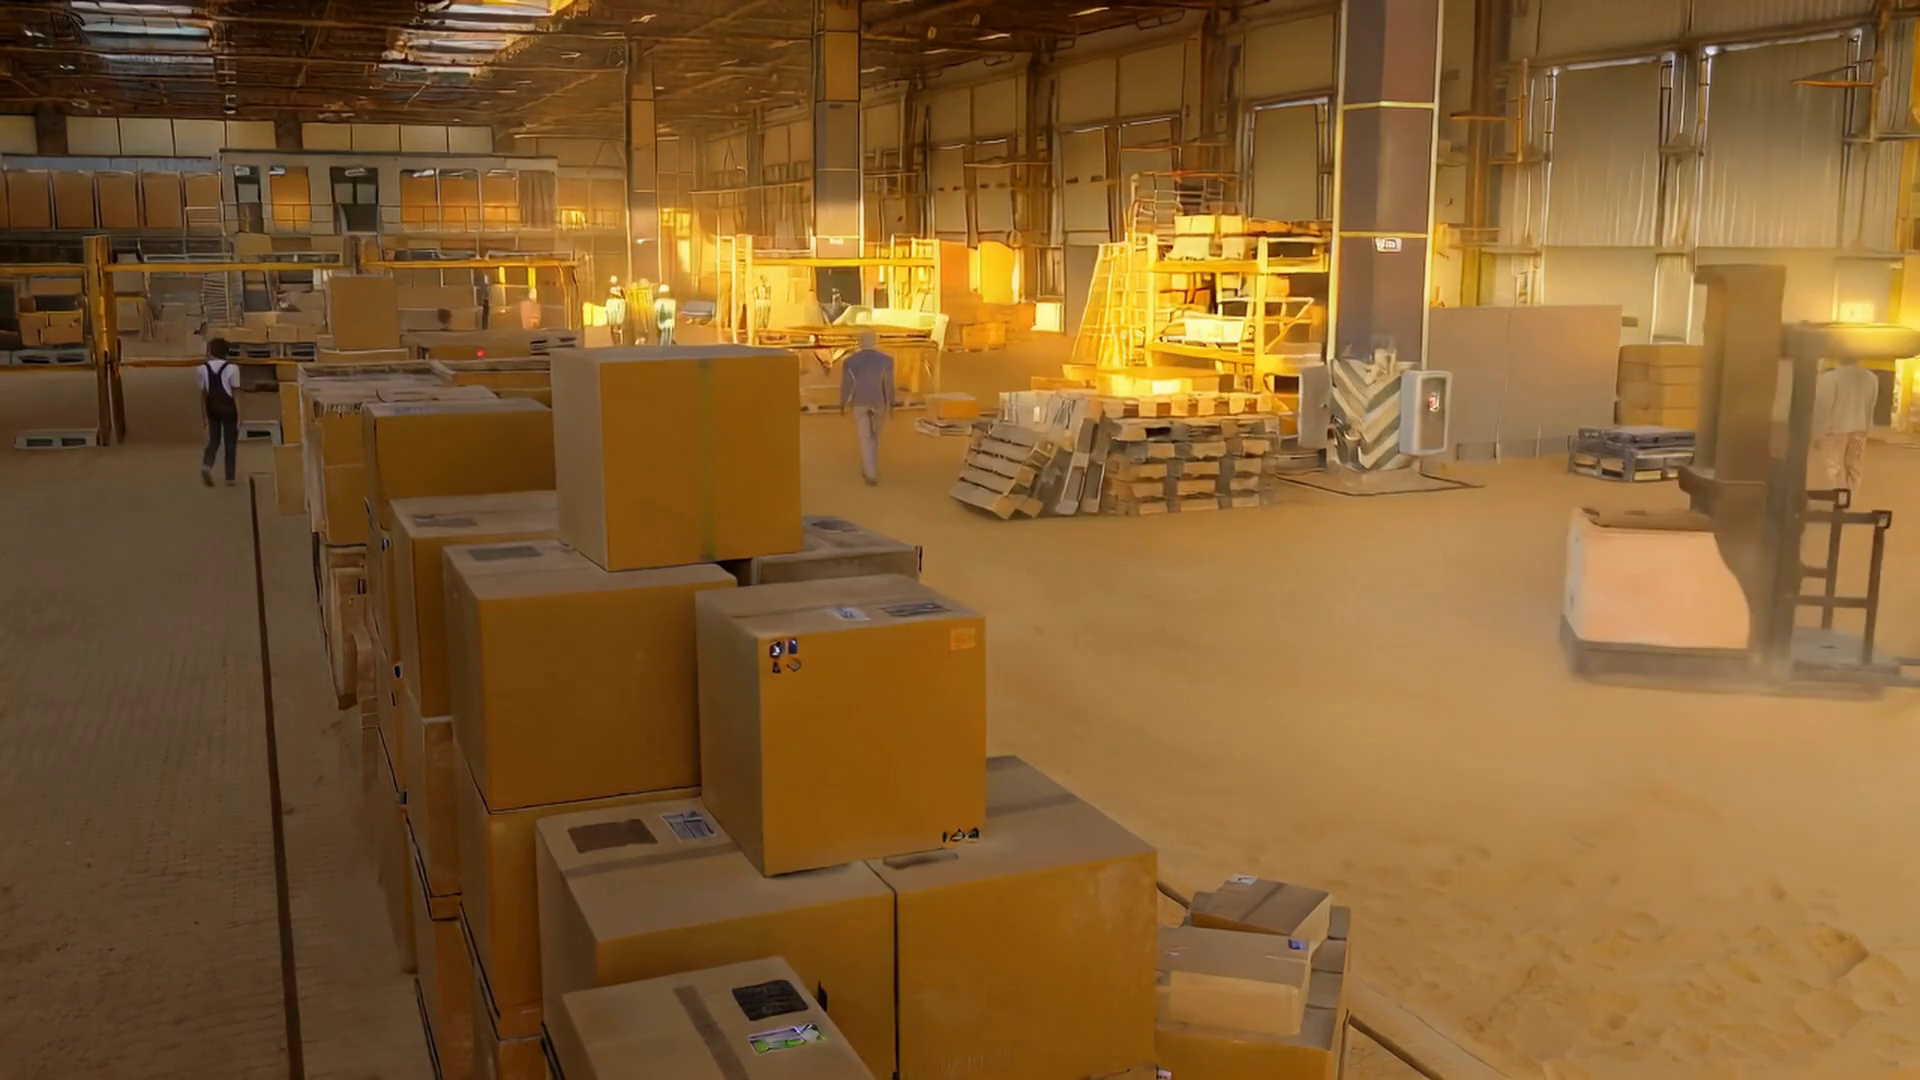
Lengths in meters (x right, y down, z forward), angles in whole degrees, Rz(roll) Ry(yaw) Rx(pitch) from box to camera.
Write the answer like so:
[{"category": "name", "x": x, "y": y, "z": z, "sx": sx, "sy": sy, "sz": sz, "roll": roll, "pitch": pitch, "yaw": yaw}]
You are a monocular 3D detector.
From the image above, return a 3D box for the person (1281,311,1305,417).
[{"category": "person", "x": 5.236, "y": -2.689, "z": 26.168, "sx": 0.438, "sy": 1.923, "sz": 0.546, "roll": 7, "pitch": 13, "yaw": 35}]

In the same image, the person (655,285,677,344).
[{"category": "person", "x": -6.942, "y": -5.057, "z": 39.229, "sx": 0.414, "sy": 1.917, "sz": 0.582, "roll": 9, "pitch": 14, "yaw": 42}]

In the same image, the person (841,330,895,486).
[{"category": "person", "x": -1.145, "y": -1.635, "z": 20.455, "sx": 0.647, "sy": 1.885, "sz": 1.009, "roll": -3, "pitch": 11, "yaw": -16}]

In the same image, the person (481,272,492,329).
[{"category": "person", "x": -15.011, "y": -7.532, "z": 52.839, "sx": 0.368, "sy": 1.932, "sz": 0.623, "roll": -3, "pitch": 11, "yaw": -14}]

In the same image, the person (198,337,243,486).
[{"category": "person", "x": -8.884, "y": -1.521, "z": 19.987, "sx": 0.533, "sy": 1.825, "sz": 0.613, "roll": 0, "pitch": 10, "yaw": 2}]

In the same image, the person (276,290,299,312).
[{"category": "person", "x": -14.434, "y": -4.413, "z": 35.694, "sx": 0.598, "sy": 1.903, "sz": 0.583, "roll": 4, "pitch": 11, "yaw": 19}]

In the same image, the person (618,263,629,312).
[{"category": "person", "x": -13.731, "y": -10.347, "z": 68.211, "sx": 0.629, "sy": 1.964, "sz": 0.767, "roll": 5, "pitch": 11, "yaw": 24}]

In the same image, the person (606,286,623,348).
[{"category": "person", "x": -9.136, "y": -5.828, "z": 43.941, "sx": 0.494, "sy": 1.743, "sz": 0.304, "roll": 3, "pitch": 11, "yaw": 15}]

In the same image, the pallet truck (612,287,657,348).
[{"category": "pallet truck", "x": -6.464, "y": -4.406, "z": 35.401, "sx": 0.823, "sy": 1.965, "sz": 1.885, "roll": 6, "pitch": 12, "yaw": 32}]

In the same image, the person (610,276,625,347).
[{"category": "person", "x": -9.525, "y": -6.349, "z": 46.253, "sx": 0.396, "sy": 1.943, "sz": 0.614, "roll": -3, "pitch": 11, "yaw": -17}]

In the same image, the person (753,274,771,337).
[{"category": "person", "x": -5.891, "y": -6.957, "z": 49.627, "sx": 0.542, "sy": 1.939, "sz": 0.366, "roll": -5, "pitch": 11, "yaw": -24}]

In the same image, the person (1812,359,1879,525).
[{"category": "person", "x": 9.264, "y": -1.116, "z": 17.448, "sx": 0.627, "sy": 1.935, "sz": 0.372, "roll": -1, "pitch": 10, "yaw": -6}]

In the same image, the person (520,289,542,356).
[{"category": "person", "x": -10.103, "y": -4.978, "z": 39.073, "sx": 0.799, "sy": 1.820, "sz": 0.634, "roll": 5, "pitch": 11, "yaw": 26}]

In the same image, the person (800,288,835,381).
[{"category": "person", "x": -3.064, "y": -4.334, "z": 35.143, "sx": 0.690, "sy": 1.961, "sz": 0.749, "roll": 1, "pitch": 10, "yaw": 7}]

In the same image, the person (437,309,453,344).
[{"category": "person", "x": -9.842, "y": -3.590, "z": 31.861, "sx": 0.905, "sy": 1.647, "sz": 0.537, "roll": -2, "pitch": 10, "yaw": -10}]

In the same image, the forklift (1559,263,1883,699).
[{"category": "forklift", "x": 5.168, "y": -0.462, "z": 11.233, "sx": 1.873, "sy": 2.768, "sz": 1.129, "roll": 3, "pitch": 11, "yaw": 14}]
